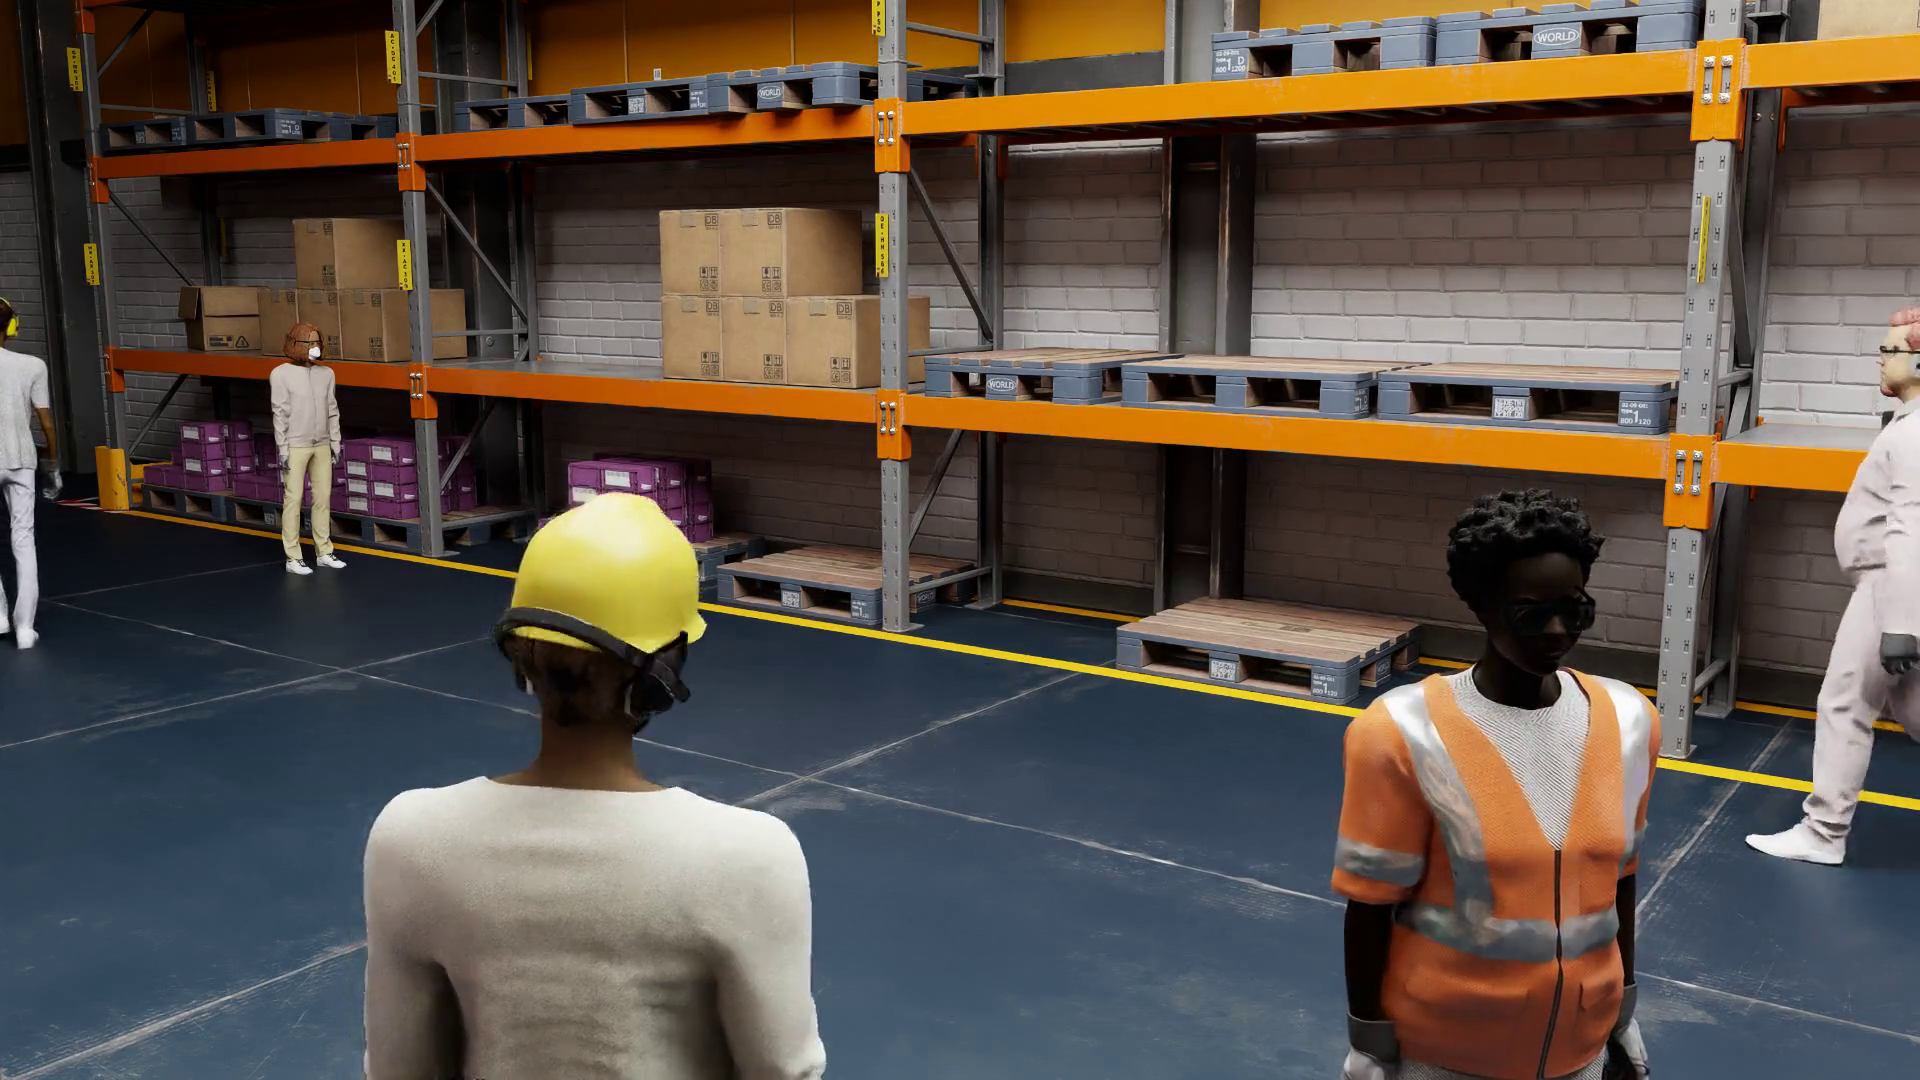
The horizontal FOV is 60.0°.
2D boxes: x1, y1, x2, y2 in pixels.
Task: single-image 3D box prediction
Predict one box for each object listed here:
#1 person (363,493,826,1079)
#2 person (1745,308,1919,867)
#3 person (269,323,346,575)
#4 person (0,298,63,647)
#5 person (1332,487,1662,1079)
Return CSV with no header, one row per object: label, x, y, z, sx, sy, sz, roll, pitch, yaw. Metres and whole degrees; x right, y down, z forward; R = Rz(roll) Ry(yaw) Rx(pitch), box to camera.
person,-0.418,0.828,1.959,0.547,1.760,0.348,1,10,5
person,3.120,0.193,5.376,0.850,1.880,0.645,8,13,40
person,-4.241,-0.595,10.820,0.277,1.629,0.497,6,11,30
person,-5.086,-0.374,8.843,0.548,1.843,0.710,-6,11,-30
person,0.818,0.756,2.556,0.540,1.695,0.318,-2,10,-14
